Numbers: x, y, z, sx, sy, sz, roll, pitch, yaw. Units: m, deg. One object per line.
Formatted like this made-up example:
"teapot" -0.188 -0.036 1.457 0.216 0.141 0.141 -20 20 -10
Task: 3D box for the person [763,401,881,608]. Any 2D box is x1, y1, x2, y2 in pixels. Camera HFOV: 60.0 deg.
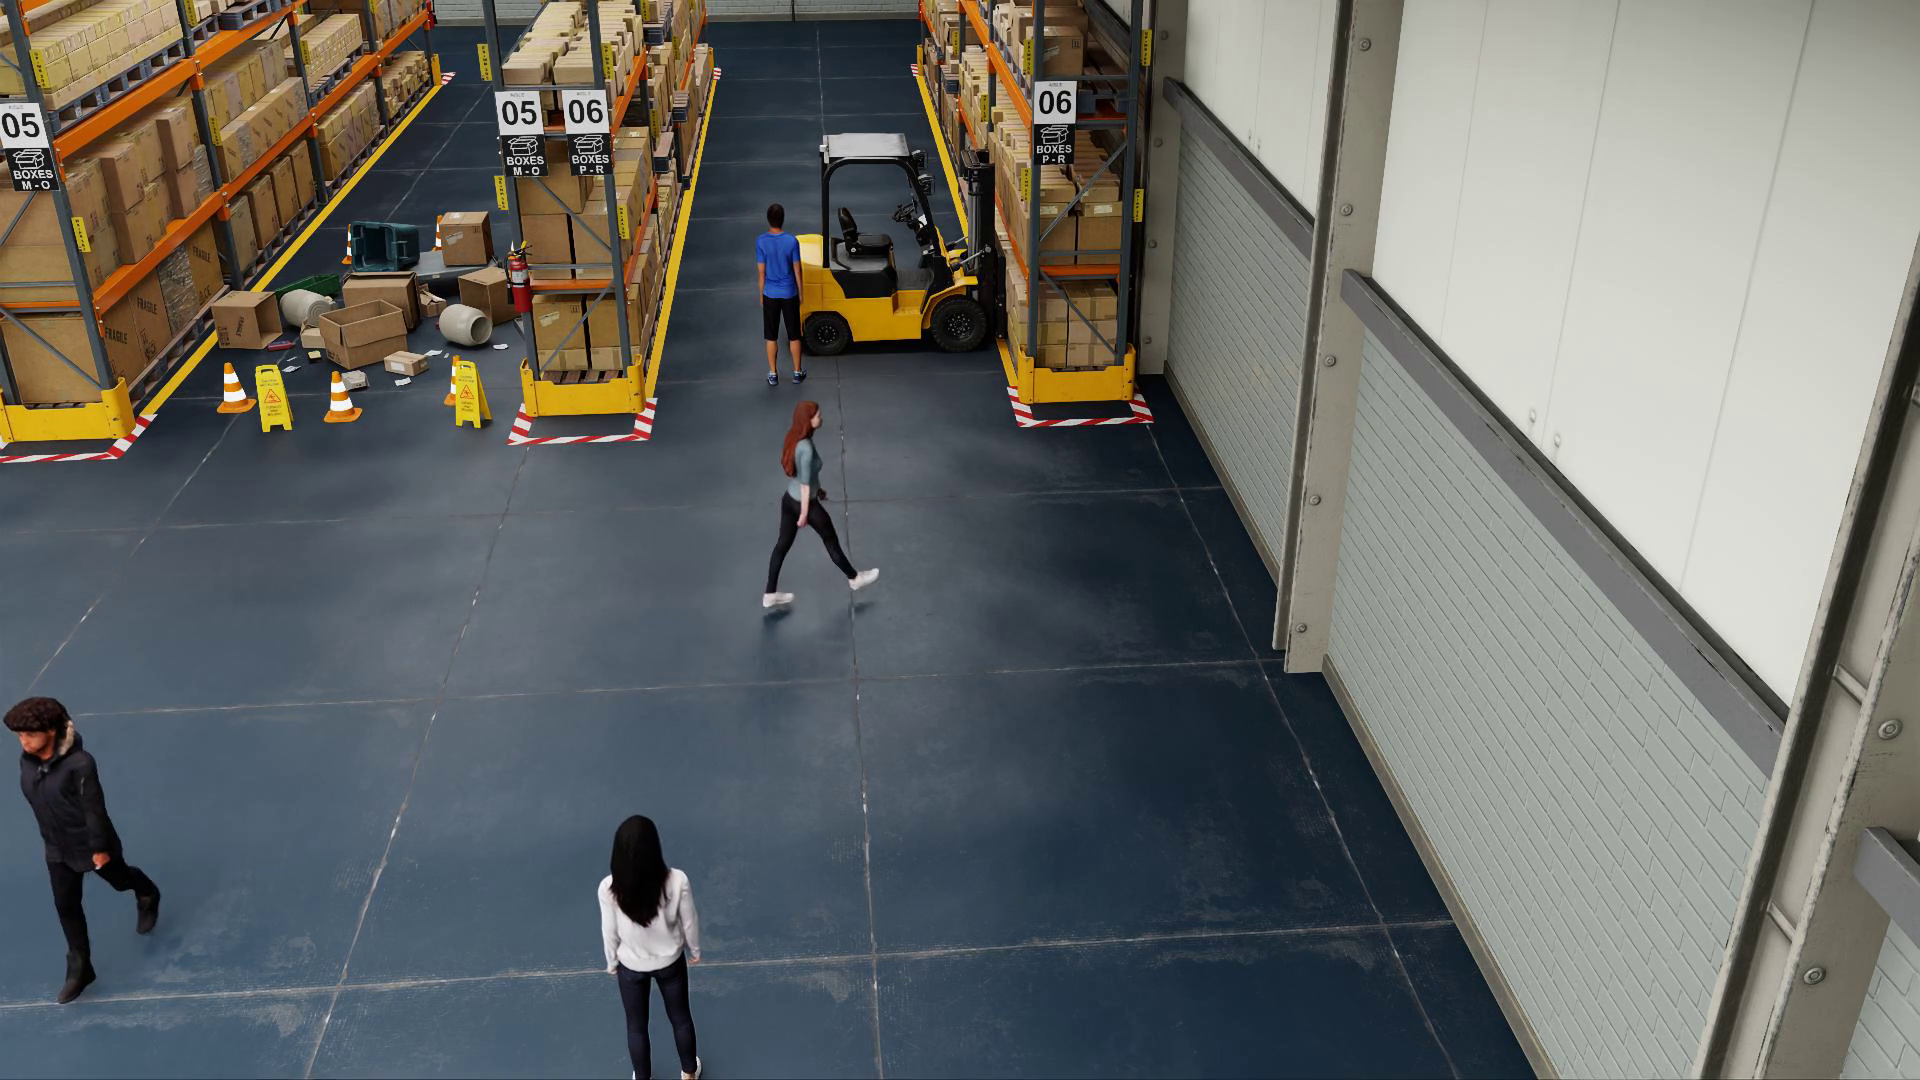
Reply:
"person" -1.285 -0.227 12.797 0.901 1.678 1.181 -11 29 -21

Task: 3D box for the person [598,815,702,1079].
"person" -1.540 2.086 8.280 0.650 1.701 0.591 -6 28 -12

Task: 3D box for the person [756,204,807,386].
"person" -1.838 -2.509 17.020 0.597 1.869 0.543 -2 27 -4

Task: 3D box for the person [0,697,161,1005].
"person" -4.805 1.594 9.180 0.760 1.752 1.158 2 27 4
